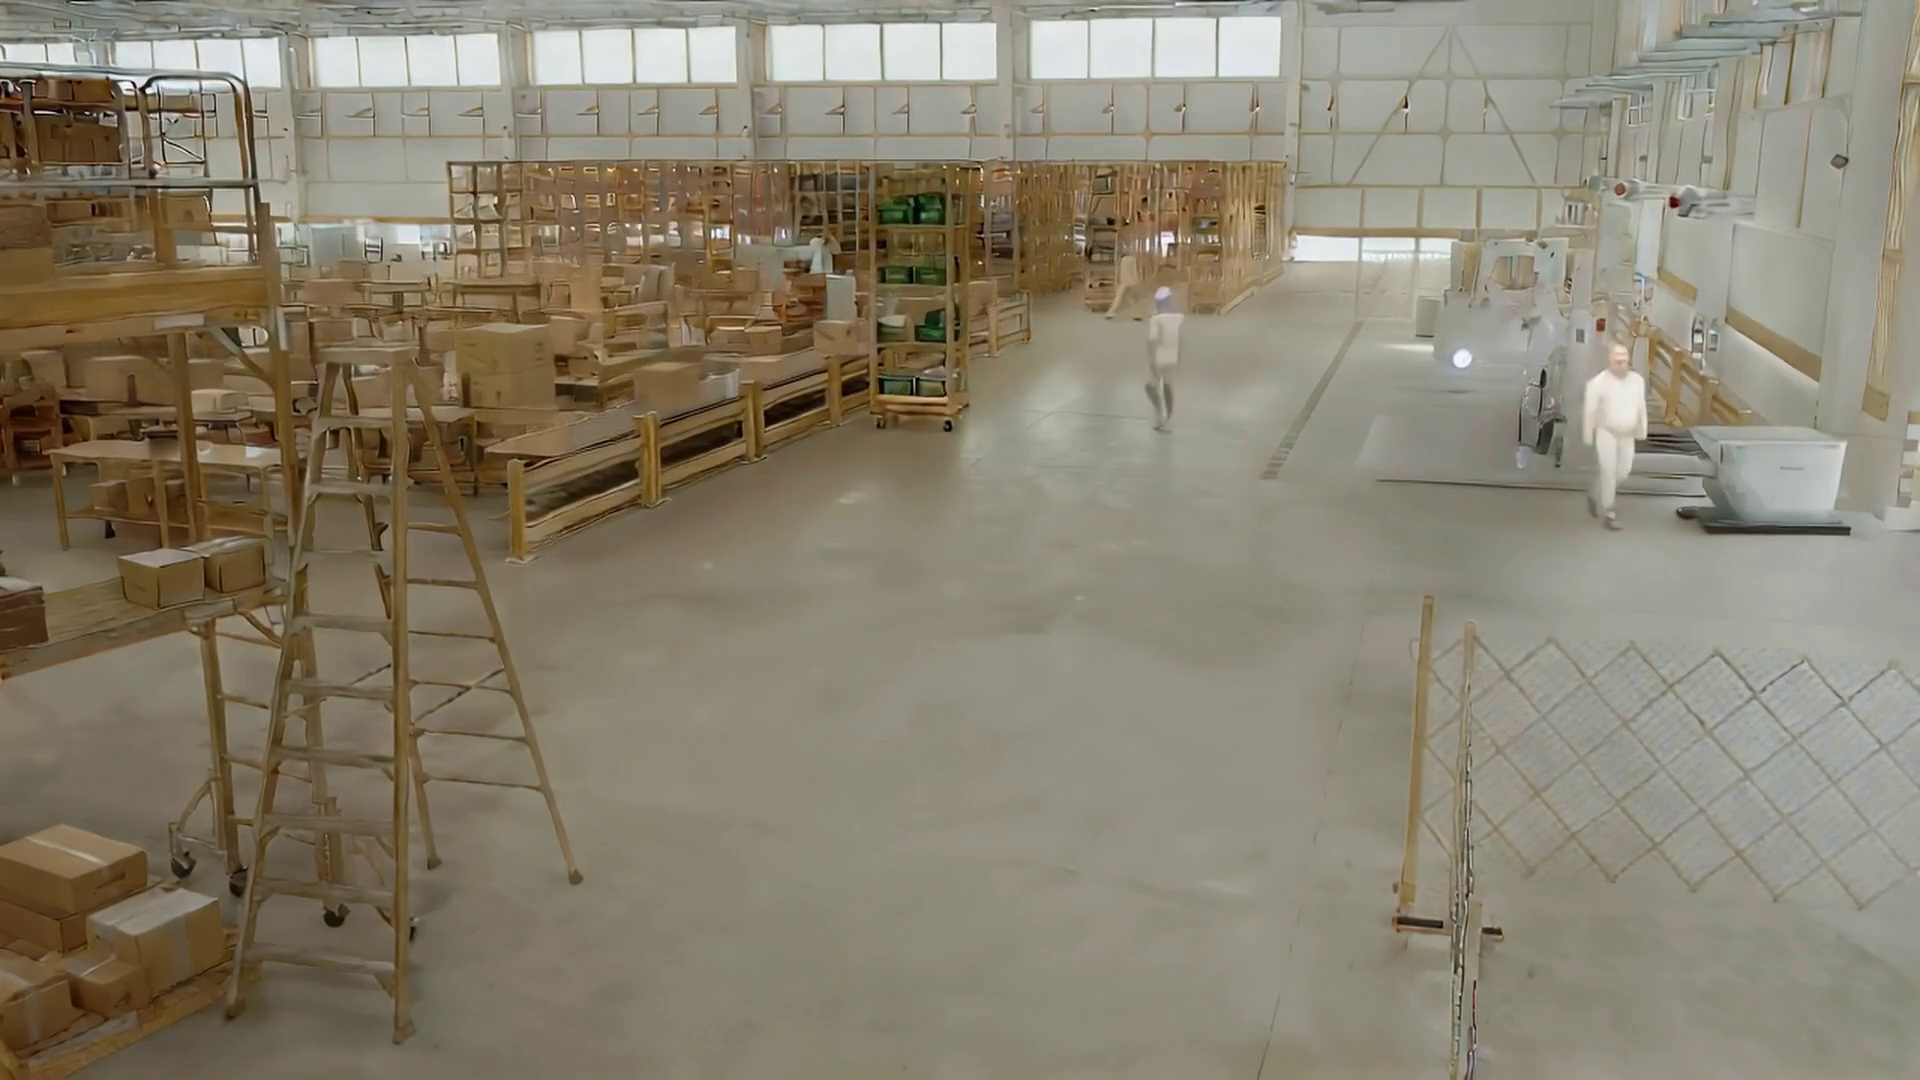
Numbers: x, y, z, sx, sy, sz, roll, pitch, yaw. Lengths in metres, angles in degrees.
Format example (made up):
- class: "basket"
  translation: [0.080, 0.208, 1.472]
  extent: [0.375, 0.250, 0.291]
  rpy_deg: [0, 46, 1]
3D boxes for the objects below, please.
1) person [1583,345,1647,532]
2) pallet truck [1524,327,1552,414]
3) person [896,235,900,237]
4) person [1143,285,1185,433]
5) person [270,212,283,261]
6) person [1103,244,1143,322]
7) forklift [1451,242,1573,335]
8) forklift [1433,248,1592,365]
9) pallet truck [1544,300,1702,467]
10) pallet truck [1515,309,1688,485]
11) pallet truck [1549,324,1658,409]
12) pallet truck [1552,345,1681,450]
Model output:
- class: "person"
  translation: [6.689, -1.073, 17.094]
  extent: [0.651, 1.881, 0.775]
  rpy_deg: [-3, 13, -13]
- class: "pallet truck"
  translation: [9.065, -2.460, 24.370]
  extent: [1.522, 1.261, 0.704]
  rpy_deg: [3, 13, 14]
- class: "person"
  translation: [-2.362, -10.551, 58.139]
  extent: [0.572, 1.823, 0.586]
  rpy_deg: [1, 13, 3]
- class: "person"
  translation: [2.783, -2.466, 22.782]
  extent: [0.617, 2.027, 0.420]
  rpy_deg: [-8, 15, -29]
- class: "person"
  translation: [-22.479, -9.762, 54.512]
  extent: [0.615, 1.932, 0.441]
  rpy_deg: [-11, 17, -40]
- class: "person"
  translation: [3.784, -5.851, 37.955]
  extent: [0.923, 1.789, 0.597]
  rpy_deg: [6, 14, 24]
- class: "forklift"
  translation: [10.464, -4.597, 31.405]
  extent: [2.680, 1.987, 1.157]
  rpy_deg: [4, 14, 16]
- class: "forklift"
  translation: [9.780, -4.111, 29.280]
  extent: [2.680, 1.987, 1.157]
  rpy_deg: [3, 13, 14]
- class: "pallet truck"
  translation: [8.263, -1.952, 20.631]
  extent: [1.885, 1.965, 0.823]
  rpy_deg: [5, 14, 20]
- class: "pallet truck"
  translation: [7.554, -1.677, 19.446]
  extent: [1.885, 1.965, 0.823]
  rpy_deg: [3, 13, 14]
- class: "pallet truck"
  translation: [9.824, -2.669, 25.407]
  extent: [1.601, 1.201, 0.680]
  rpy_deg: [4, 14, 16]
- class: "pallet truck"
  translation: [8.641, -1.896, 21.908]
  extent: [1.630, 1.274, 0.653]
  rpy_deg: [4, 14, 16]
